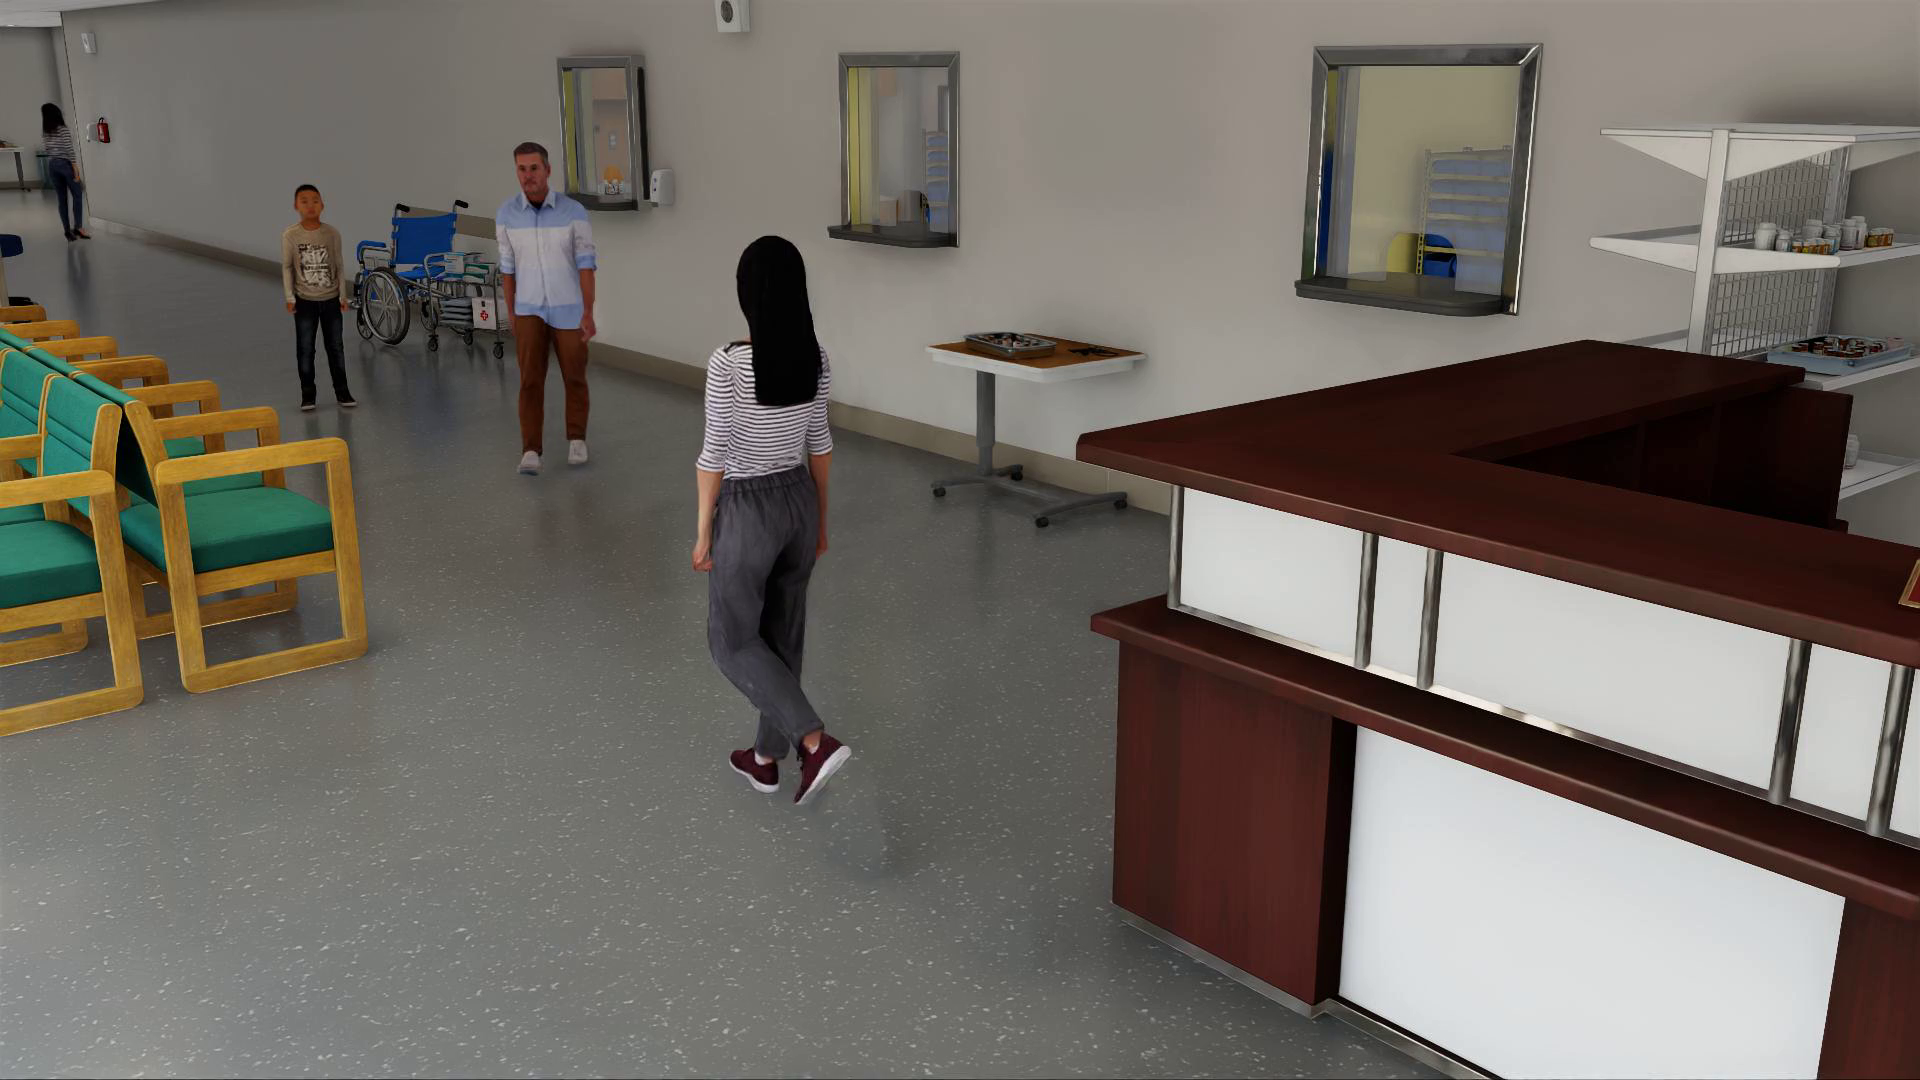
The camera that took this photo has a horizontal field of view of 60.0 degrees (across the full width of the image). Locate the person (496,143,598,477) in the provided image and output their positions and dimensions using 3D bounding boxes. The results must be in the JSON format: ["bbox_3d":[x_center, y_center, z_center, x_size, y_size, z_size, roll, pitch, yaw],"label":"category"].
[{"bbox_3d":[-2.249,-1.271,9.243,1.125,1.785,1.111,-2,16,-7],"label":"person"}]

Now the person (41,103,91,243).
[{"bbox_3d":[-11.711,-4.769,21.682,0.742,1.769,0.781,7,17,23],"label":"person"}]

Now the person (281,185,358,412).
[{"bbox_3d":[-4.270,-1.612,11.040,0.502,1.467,0.636,-9,18,-30],"label":"person"}]

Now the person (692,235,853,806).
[{"bbox_3d":[-0.529,-0.009,4.886,0.817,1.721,0.657,-13,20,-38],"label":"person"}]
